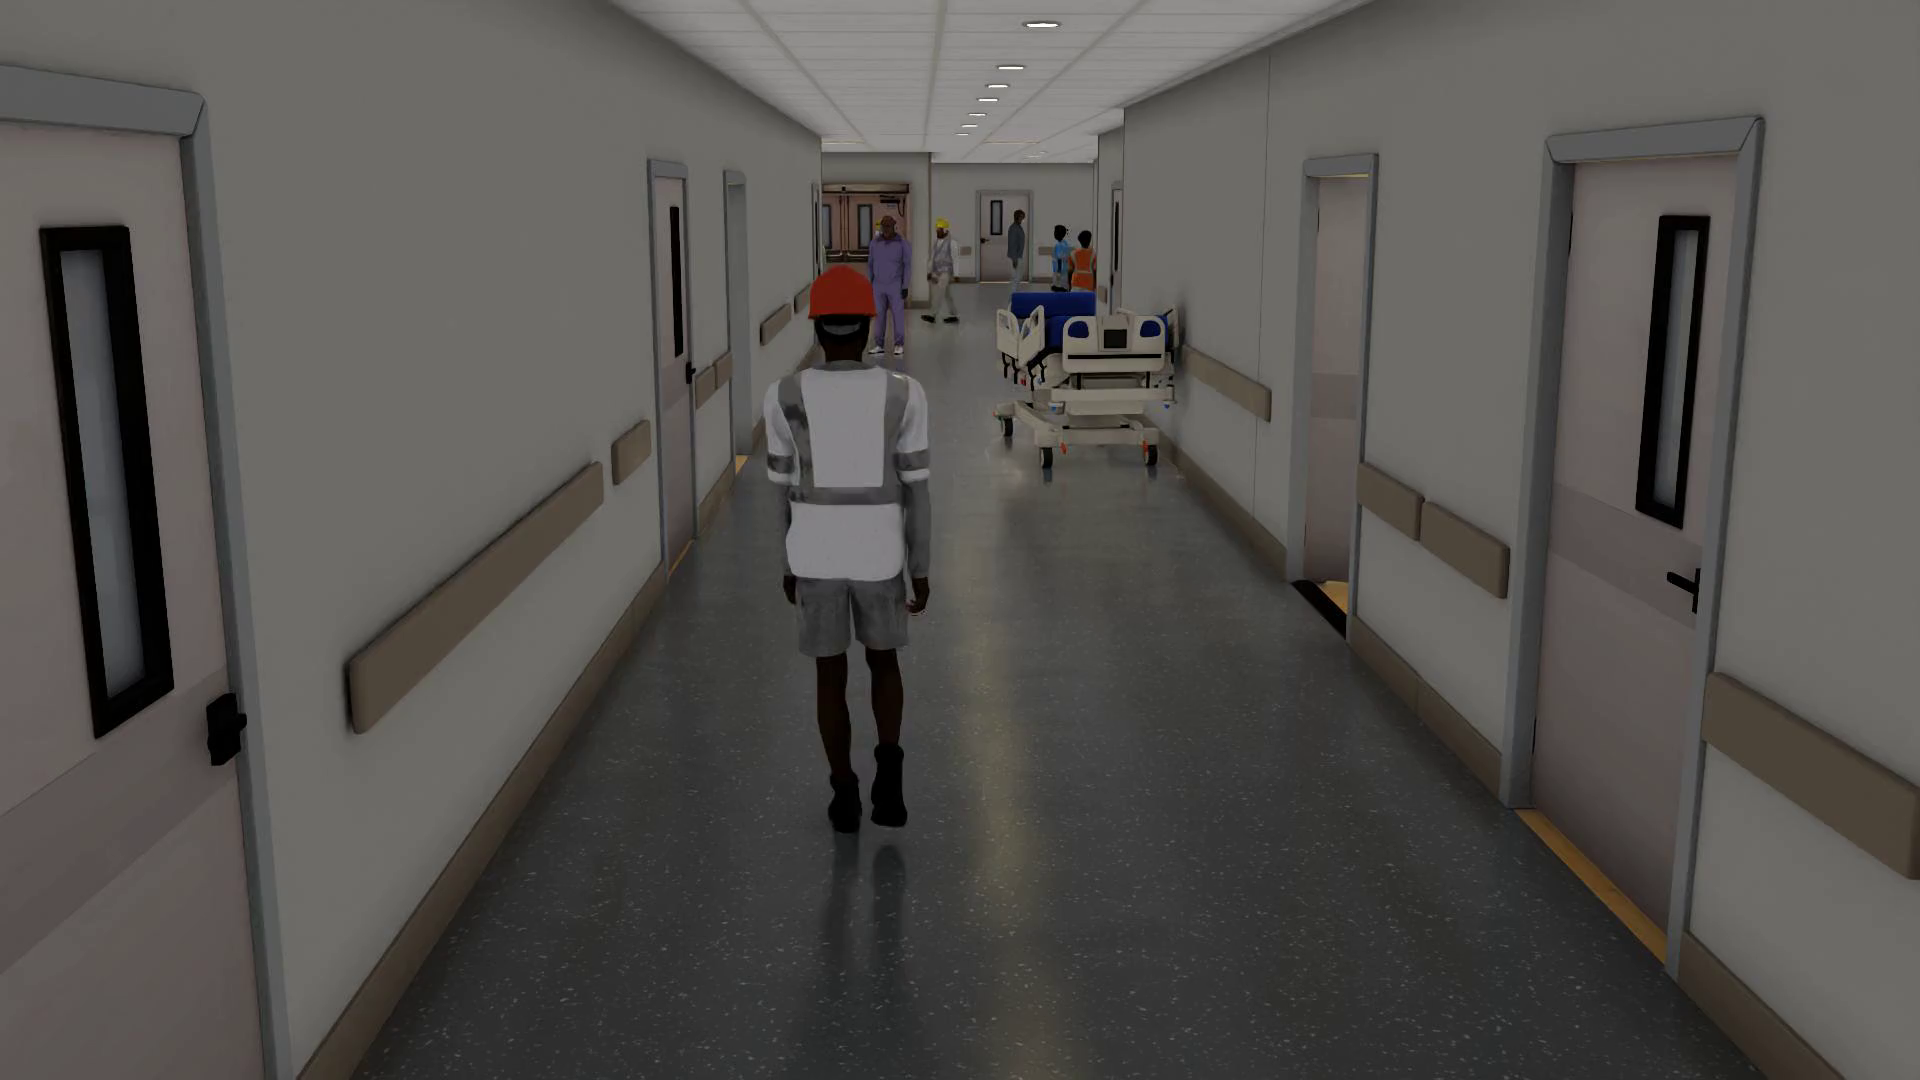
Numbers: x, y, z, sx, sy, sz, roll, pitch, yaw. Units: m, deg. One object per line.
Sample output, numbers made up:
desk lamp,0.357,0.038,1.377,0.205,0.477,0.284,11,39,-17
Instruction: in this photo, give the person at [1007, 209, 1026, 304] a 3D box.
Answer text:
person,1.116,-5.510,32.631,0.381,1.928,0.634,3,12,12

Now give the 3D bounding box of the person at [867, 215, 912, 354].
person,-0.992,-3.516,22.957,0.643,1.908,0.411,4,12,18

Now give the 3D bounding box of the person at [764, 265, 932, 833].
person,-0.370,0.057,5.530,0.542,1.917,0.528,-1,12,-6

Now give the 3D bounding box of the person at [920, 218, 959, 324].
person,-0.364,-4.608,28.562,0.912,1.786,0.606,-7,14,-31

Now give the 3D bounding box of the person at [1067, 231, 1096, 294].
person,1.881,-3.857,25.243,0.544,1.643,0.885,3,12,15
